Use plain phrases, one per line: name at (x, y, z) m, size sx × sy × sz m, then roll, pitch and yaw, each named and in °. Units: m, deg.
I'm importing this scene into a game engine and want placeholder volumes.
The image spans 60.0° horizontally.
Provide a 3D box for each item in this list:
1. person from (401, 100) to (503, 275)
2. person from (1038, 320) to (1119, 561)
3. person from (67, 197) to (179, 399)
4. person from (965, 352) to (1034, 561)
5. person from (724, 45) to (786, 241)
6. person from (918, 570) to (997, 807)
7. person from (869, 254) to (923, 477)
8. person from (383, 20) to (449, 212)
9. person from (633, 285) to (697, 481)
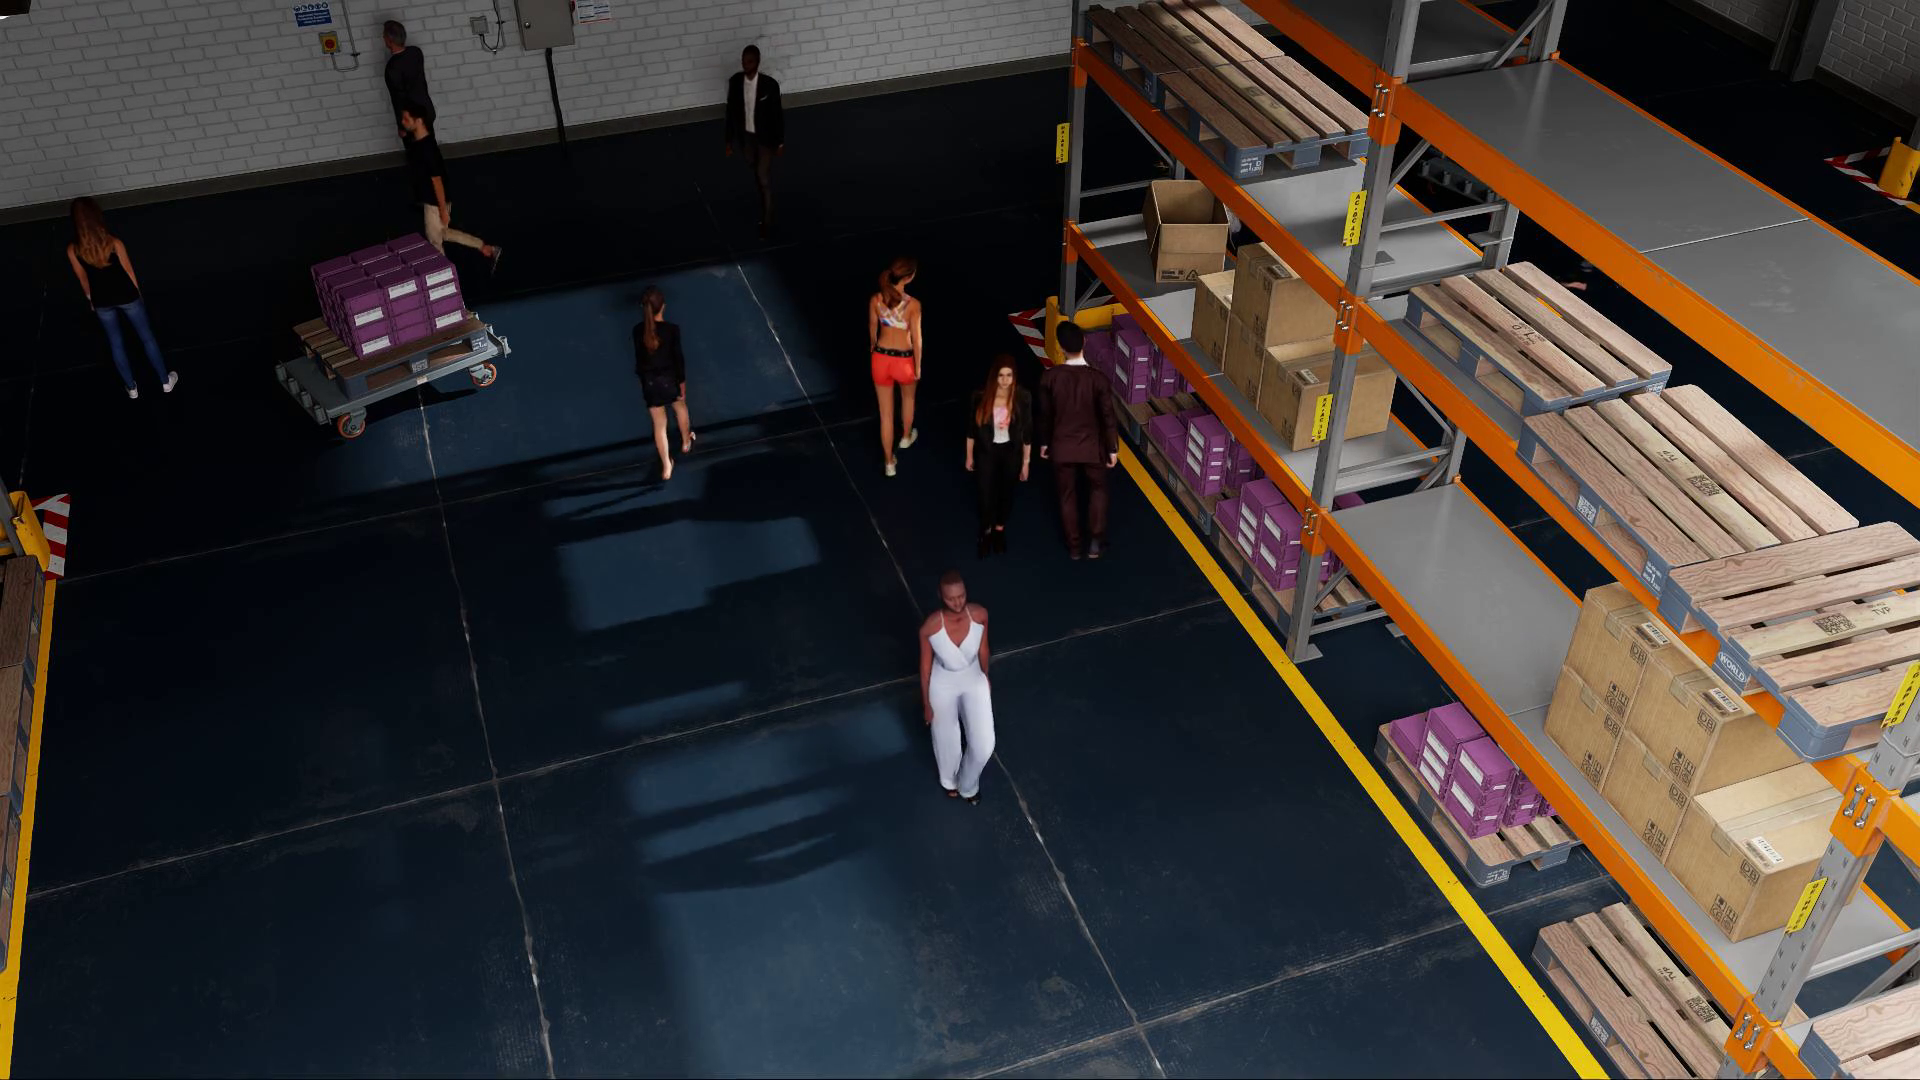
person at (-4.473, -2.966, 14.440) m, size 0.760 × 1.837 × 0.987 m, roll -17°, pitch 42°, yaw -20°
person at (0.828, -0.632, 11.509) m, size 0.842 × 1.847 × 0.842 m, roll 11°, pitch 40°, yaw 13°
person at (-6.705, -1.909, 13.210) m, size 0.607 × 1.720 × 0.534 m, roll -10°, pitch 40°, yaw -12°
person at (0.272, -0.653, 11.655) m, size 0.698 × 1.697 × 0.717 m, roll 0°, pitch 39°, yaw 0°
person at (-1.848, -3.760, 15.480) m, size 0.936 × 1.779 × 1.003 m, roll 15°, pitch 41°, yaw 18°
person at (-0.054, 0.827, 9.744) m, size 0.617 × 1.771 × 0.685 m, roll -11°, pitch 40°, yaw -13°
person at (-0.502, -1.244, 12.342) m, size 0.844 × 1.765 × 0.954 m, roll 4°, pitch 39°, yaw 5°
person at (-5.183, -4.034, 15.773) m, size 0.863 × 1.842 × 0.750 m, roll 8°, pitch 39°, yaw 10°
person at (-2.236, -1.137, 12.393) m, size 0.675 × 1.533 × 0.879 m, roll -3°, pitch 39°, yaw -4°
